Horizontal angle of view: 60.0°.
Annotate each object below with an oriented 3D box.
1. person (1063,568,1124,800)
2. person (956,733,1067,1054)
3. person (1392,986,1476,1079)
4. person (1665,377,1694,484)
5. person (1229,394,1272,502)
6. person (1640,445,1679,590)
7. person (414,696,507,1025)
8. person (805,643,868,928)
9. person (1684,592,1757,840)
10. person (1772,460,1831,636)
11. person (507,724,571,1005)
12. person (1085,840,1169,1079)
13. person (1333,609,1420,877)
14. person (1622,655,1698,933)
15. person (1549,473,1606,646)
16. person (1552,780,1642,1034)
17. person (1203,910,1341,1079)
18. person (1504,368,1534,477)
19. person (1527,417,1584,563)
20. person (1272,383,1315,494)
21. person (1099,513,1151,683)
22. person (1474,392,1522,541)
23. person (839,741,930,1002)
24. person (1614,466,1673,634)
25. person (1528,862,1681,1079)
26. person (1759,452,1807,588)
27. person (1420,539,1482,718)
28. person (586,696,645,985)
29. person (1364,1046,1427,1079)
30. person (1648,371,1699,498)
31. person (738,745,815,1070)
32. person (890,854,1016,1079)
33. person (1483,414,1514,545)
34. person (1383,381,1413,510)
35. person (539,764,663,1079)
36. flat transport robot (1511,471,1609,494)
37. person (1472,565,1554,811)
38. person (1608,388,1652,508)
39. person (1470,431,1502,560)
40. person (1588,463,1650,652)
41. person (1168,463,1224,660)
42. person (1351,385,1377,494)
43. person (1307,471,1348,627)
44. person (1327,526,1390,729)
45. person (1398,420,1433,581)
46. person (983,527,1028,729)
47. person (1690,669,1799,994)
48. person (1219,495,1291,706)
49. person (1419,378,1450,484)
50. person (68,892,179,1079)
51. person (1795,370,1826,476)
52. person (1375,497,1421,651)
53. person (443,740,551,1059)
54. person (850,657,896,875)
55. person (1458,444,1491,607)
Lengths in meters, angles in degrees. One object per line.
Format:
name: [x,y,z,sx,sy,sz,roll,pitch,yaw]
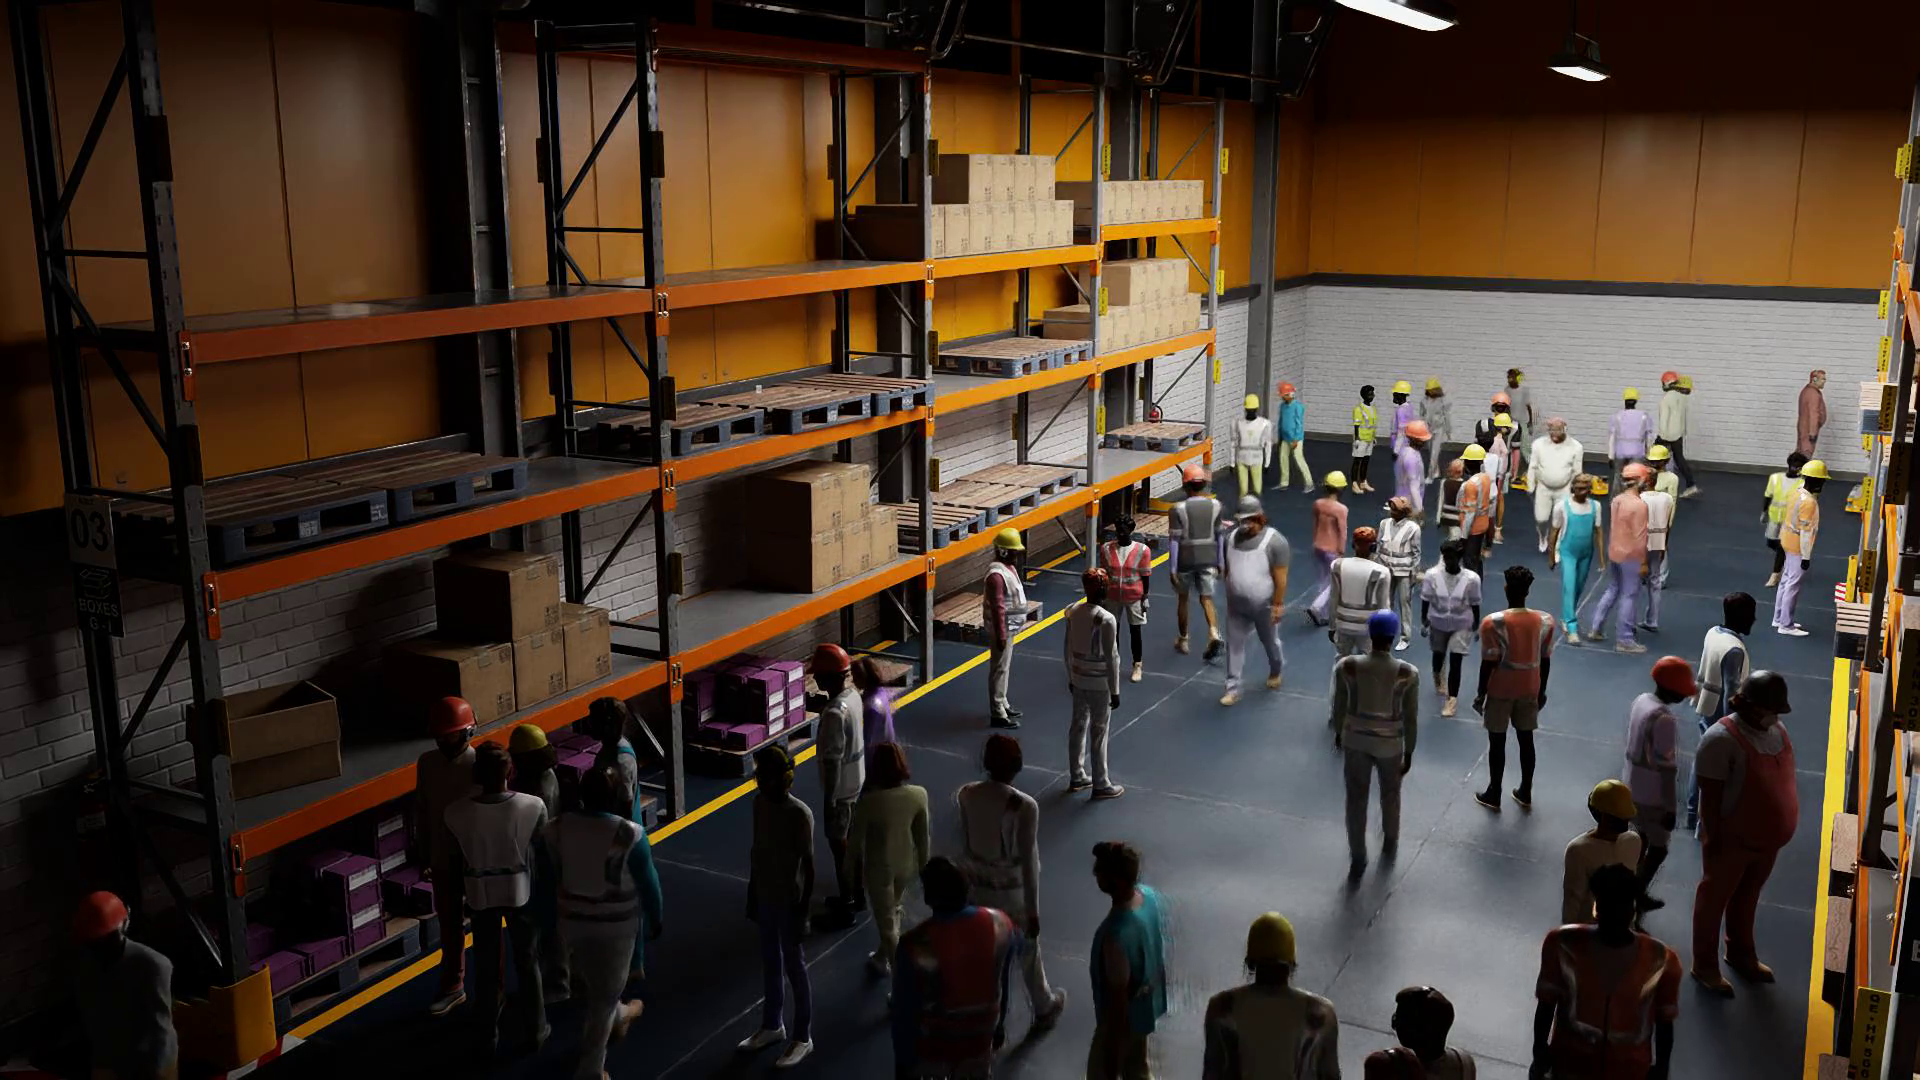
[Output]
person: [1.070,1.146,13.338,0.356,1.883,0.572,-10,16,-38]
person: [0.299,2.007,9.574,0.650,1.836,0.925,10,16,37]
person: [1.858,2.654,6.695,0.511,1.838,0.338,-11,17,-41]
person: [11.480,-1.745,26.570,0.354,1.755,0.621,8,15,31]
person: [4.072,-1.115,23.398,0.587,1.912,0.449,2,13,10]
person: [8.344,-0.273,19.974,0.334,1.760,0.525,-7,15,-30]
person: [-2.941,1.876,9.815,0.609,1.995,0.376,3,13,15]
person: [-0.830,1.624,11.100,0.385,1.928,0.546,3,13,11]
person: [5.704,1.315,12.503,0.370,1.915,0.597,2,13,8]
person: [9.134,0.081,18.038,0.409,1.918,0.585,3,13,14]
person: [-2.555,1.948,10.095,0.323,1.729,0.492,-4,13,-19]
person: [0.786,2.335,8.159,0.527,1.843,0.584,6,14,25]
person: [3.016,1.416,12.076,0.608,1.909,0.930,4,13,18]
person: [4.546,1.656,11.038,0.569,1.908,0.630,0,13,-1]
person: [6.615,0.171,17.852,0.516,1.813,0.844,0,13,-1]
person: [3.507,2.149,9.111,0.525,1.769,0.314,-6,14,-25]
person: [1.357,2.527,7.288,0.618,1.818,0.520,4,13,19]
person: [9.213,-1.935,27.320,0.897,1.820,0.537,-6,14,-24]
person: [7.664,-0.663,21.440,0.676,1.886,0.511,4,13,19]
person: [5.209,-1.600,25.979,0.490,1.732,0.692,-6,14,-24]
person: [1.615,0.564,16.379,0.537,1.694,0.320,4,13,19]
person: [7.270,-0.989,22.583,0.608,2.029,0.407,2,13,11]
person: [-0.442,1.998,10.141,0.502,1.602,0.742,-8,15,-33]
person: [7.440,0.117,18.053,0.561,1.836,0.395,-3,13,-14]
person: [2.922,2.387,7.596,0.613,1.961,0.369,5,13,21]
person: [10.048,-0.274,20.167,0.663,1.669,0.539,-9,16,-36]
person: [4.584,0.768,15.547,0.544,1.667,0.757,5,14,23]
person: [-2.136,1.847,10.281,0.345,1.846,0.508,-5,13,-19]
person: [1.561,2.745,6.135,0.409,1.904,0.639,-2,13,-11]
person: [11.001,-1.622,25.633,0.617,1.946,1.002,-6,14,-26]
person: [-1.030,2.041,9.357,0.511,1.872,0.328,11,17,41]
person: [-0.037,2.381,7.934,0.638,1.820,0.647,-6,14,-24]
person: [7.266,-0.831,22.450,0.312,1.768,0.530,5,14,23]
person: [6.504,-1.398,24.618,0.356,1.930,0.587,5,13,20]
person: [-1.976,2.109,9.236,0.647,1.785,0.980,3,13,15]
flat transport robot: [9.461,-0.919,26.218,1.431,0.197,0.652,5,13,19]
person: [4.335,1.162,13.074,0.614,1.963,0.362,-2,13,-10]
person: [9.714,-1.267,24.168,0.604,1.871,1.009,4,13,18]
person: [6.724,-0.563,21.405,0.540,1.695,0.317,-8,15,-31]
person: [6.988,0.186,17.482,0.462,1.962,0.684,-1,13,-5]
person: [2.458,0.242,17.089,0.638,2.023,0.791,-3,13,-11]
person: [6.309,-1.572,25.927,0.532,1.696,0.319,-11,17,-41]
person: [4.021,0.115,18.241,0.483,1.757,0.527,-7,14,-28]
person: [3.562,0.802,14.901,0.575,1.876,0.343,9,16,35]
person: [5.528,-0.487,20.342,0.604,2.019,0.645,3,13,13]
person: [0.410,0.784,15.075,0.403,1.830,0.587,2,13,8]
person: [4.856,1.763,10.215,0.679,2.000,0.537,-7,14,-27]
person: [2.816,0.506,15.844,0.686,2.000,0.991,8,15,30]
person: [7.689,-1.783,26.878,0.509,1.703,0.839,10,16,39]
person: [-3.967,2.456,7.905,0.563,1.691,0.941,2,13,7]
person: [13.373,-1.724,26.141,0.399,1.905,0.642,3,13,13]
person: [4.591,0.345,17.478,0.310,1.636,0.523,-11,16,-39]
person: [-2.590,2.039,9.408,0.570,1.849,0.379,-3,13,-13]
person: [-0.623,1.610,11.838,0.373,1.621,0.532,0,13,0]
person: [5.835,-0.139,18.986,0.363,1.928,0.587,8,15,31]
